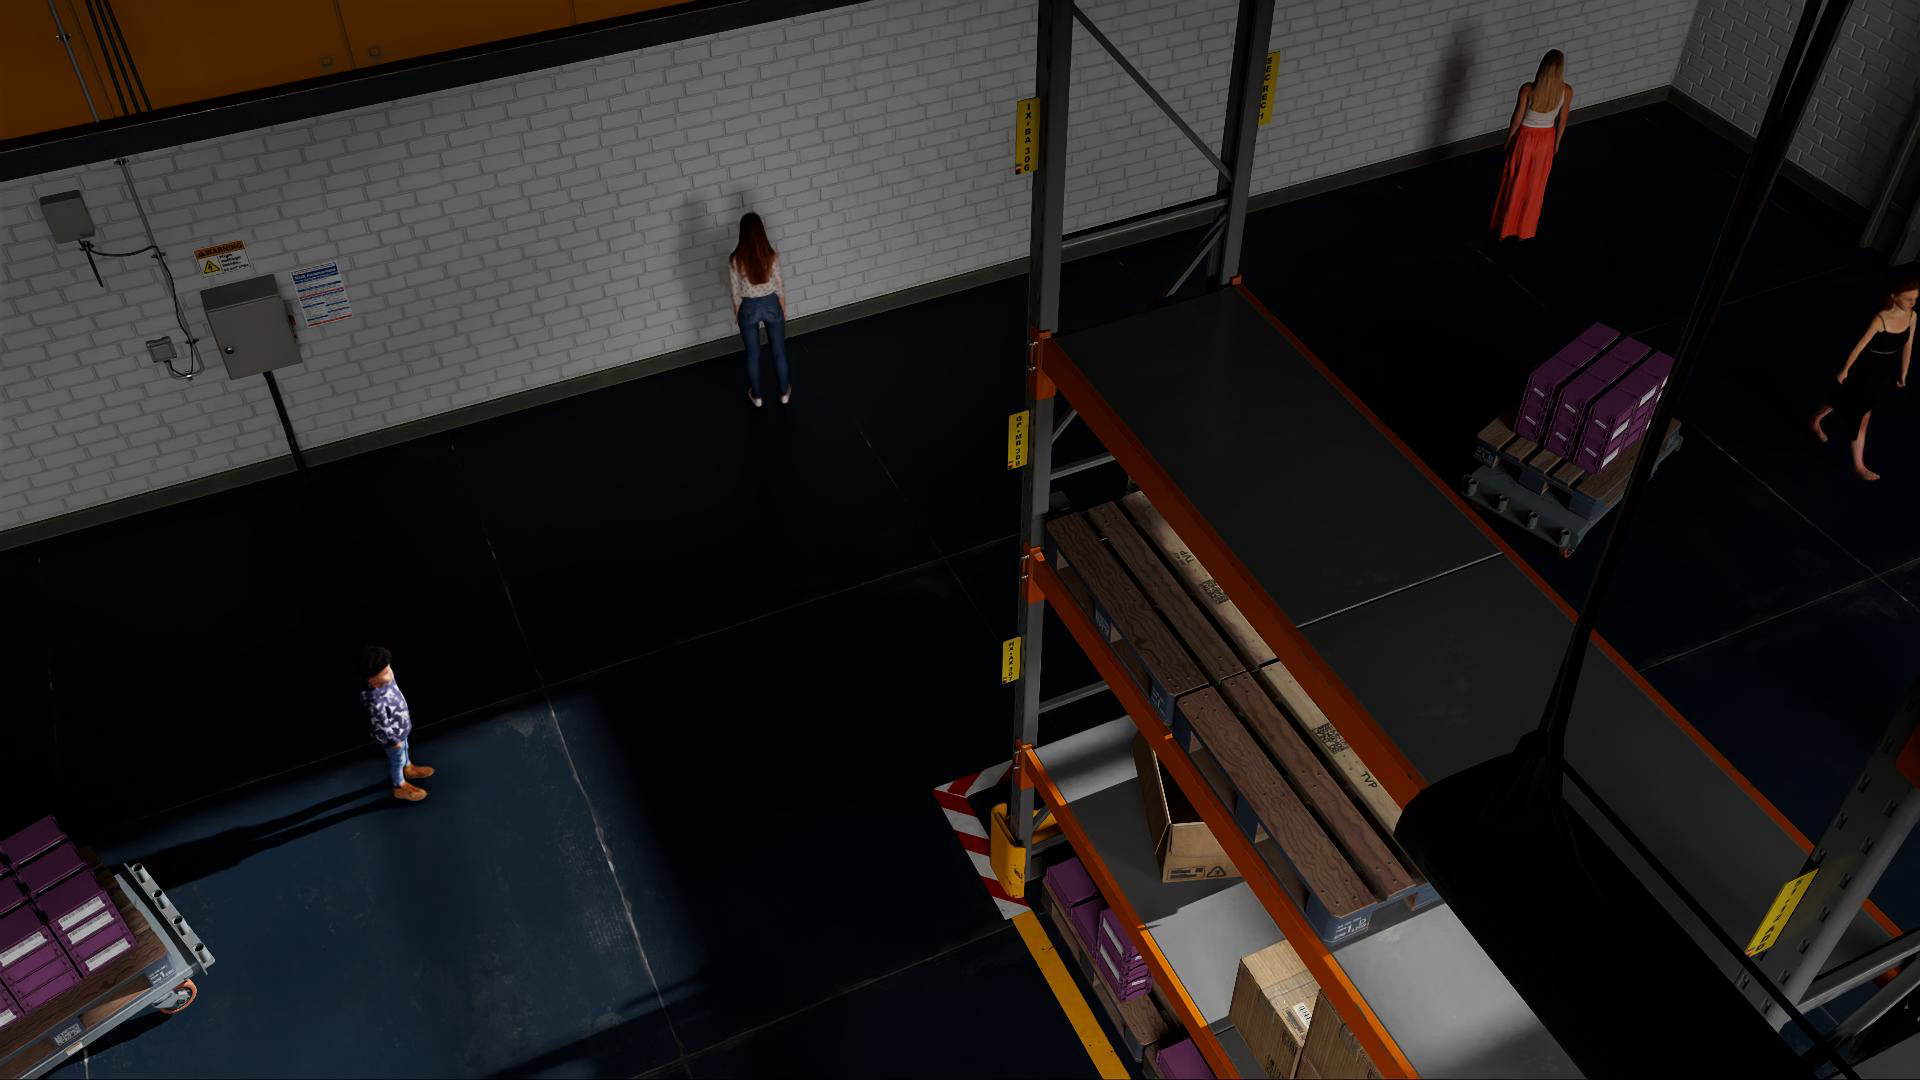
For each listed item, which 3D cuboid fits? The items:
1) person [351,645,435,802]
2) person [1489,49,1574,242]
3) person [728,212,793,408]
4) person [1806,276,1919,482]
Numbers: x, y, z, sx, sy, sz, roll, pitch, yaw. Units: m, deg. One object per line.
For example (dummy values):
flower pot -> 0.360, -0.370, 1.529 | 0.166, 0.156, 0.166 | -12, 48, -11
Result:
person -> -3.476, 1.110, 10.132 | 0.618, 1.250, 0.522 | 0, 44, 0
person -> 4.984, -3.423, 14.491 | 0.730, 1.802, 0.764 | 8, 44, 8
person -> -1.538, -1.769, 12.808 | 0.623, 1.728, 0.580 | -7, 44, -7
person -> 6.735, -1.316, 12.438 | 0.666, 1.582, 1.067 | -13, 45, -13
